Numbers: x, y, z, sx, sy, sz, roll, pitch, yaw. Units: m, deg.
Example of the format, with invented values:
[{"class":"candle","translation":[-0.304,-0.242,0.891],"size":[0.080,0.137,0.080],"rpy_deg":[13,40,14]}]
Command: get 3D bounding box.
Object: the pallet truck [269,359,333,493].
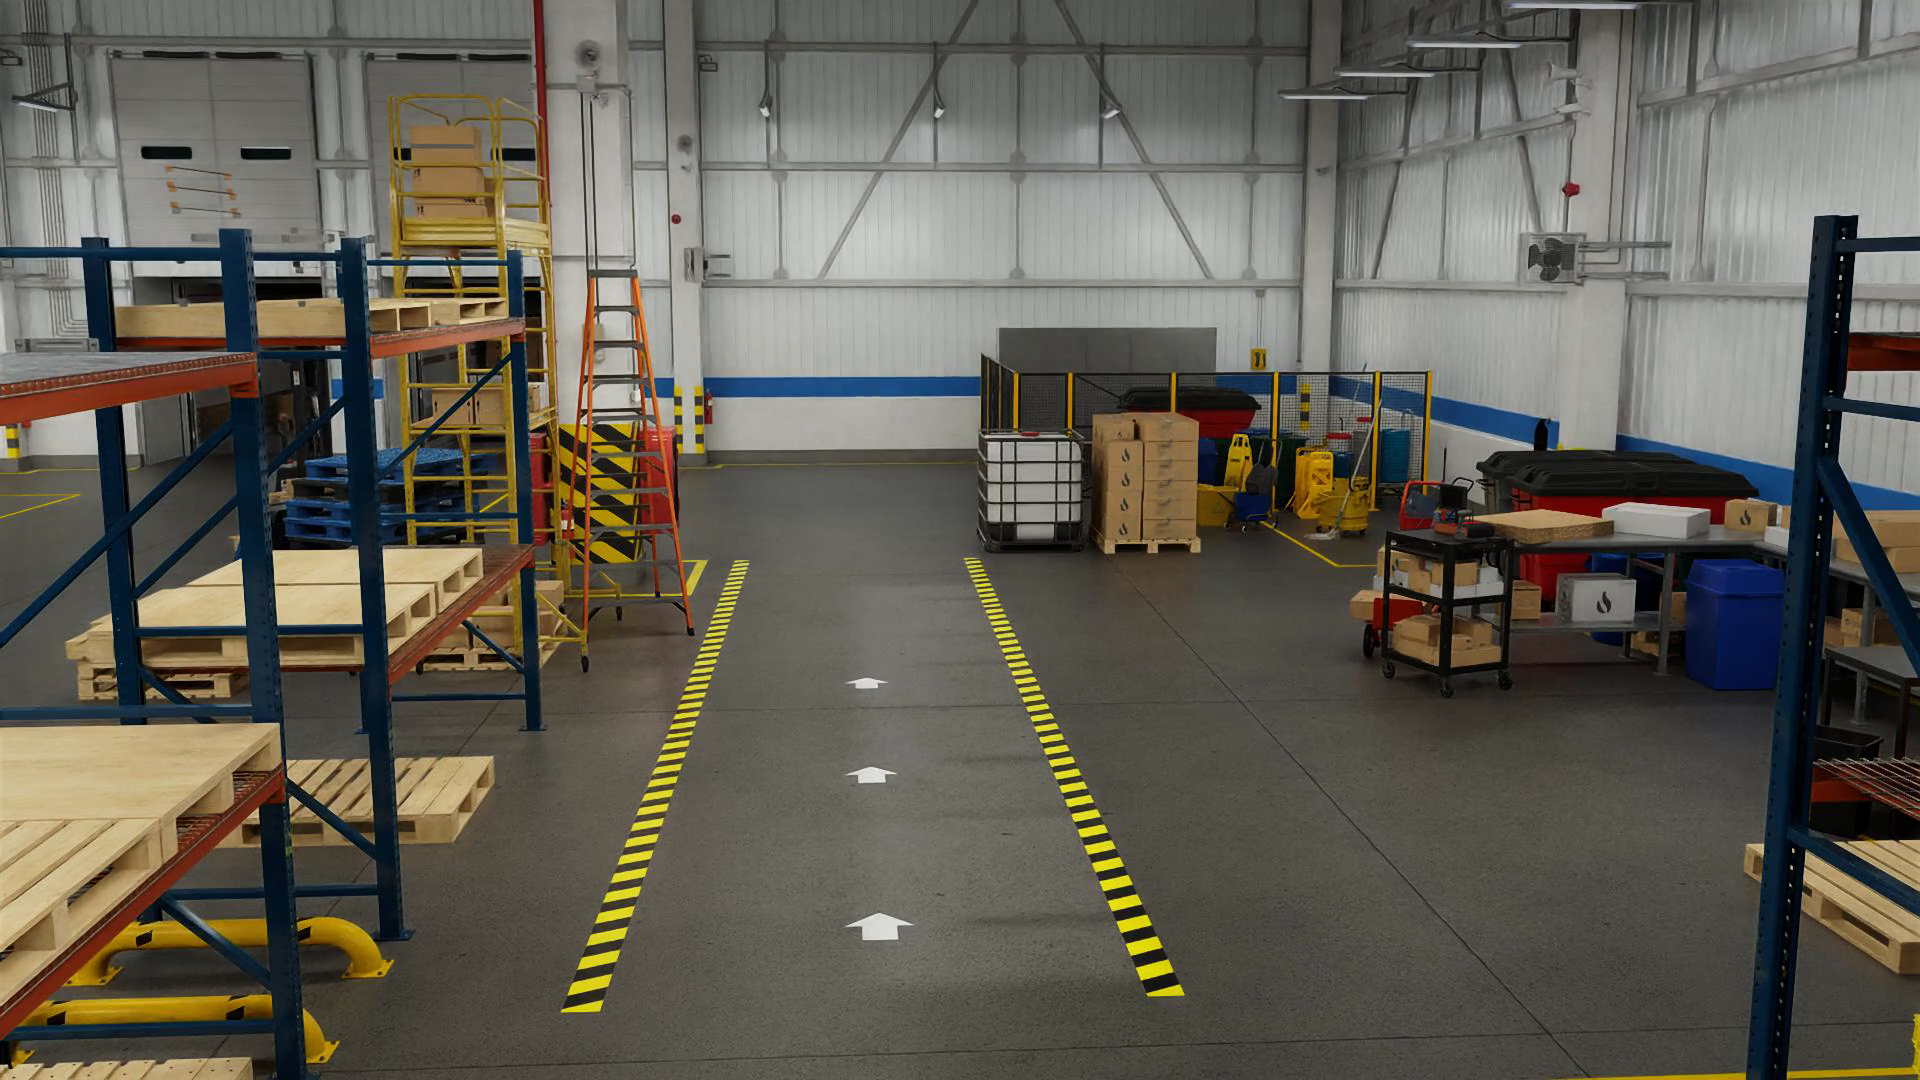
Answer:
[{"class":"pallet truck","translation":[-7.062,-1.131,18.996],"size":[1.885,1.965,0.823],"rpy_deg":[2,9,13]}]
